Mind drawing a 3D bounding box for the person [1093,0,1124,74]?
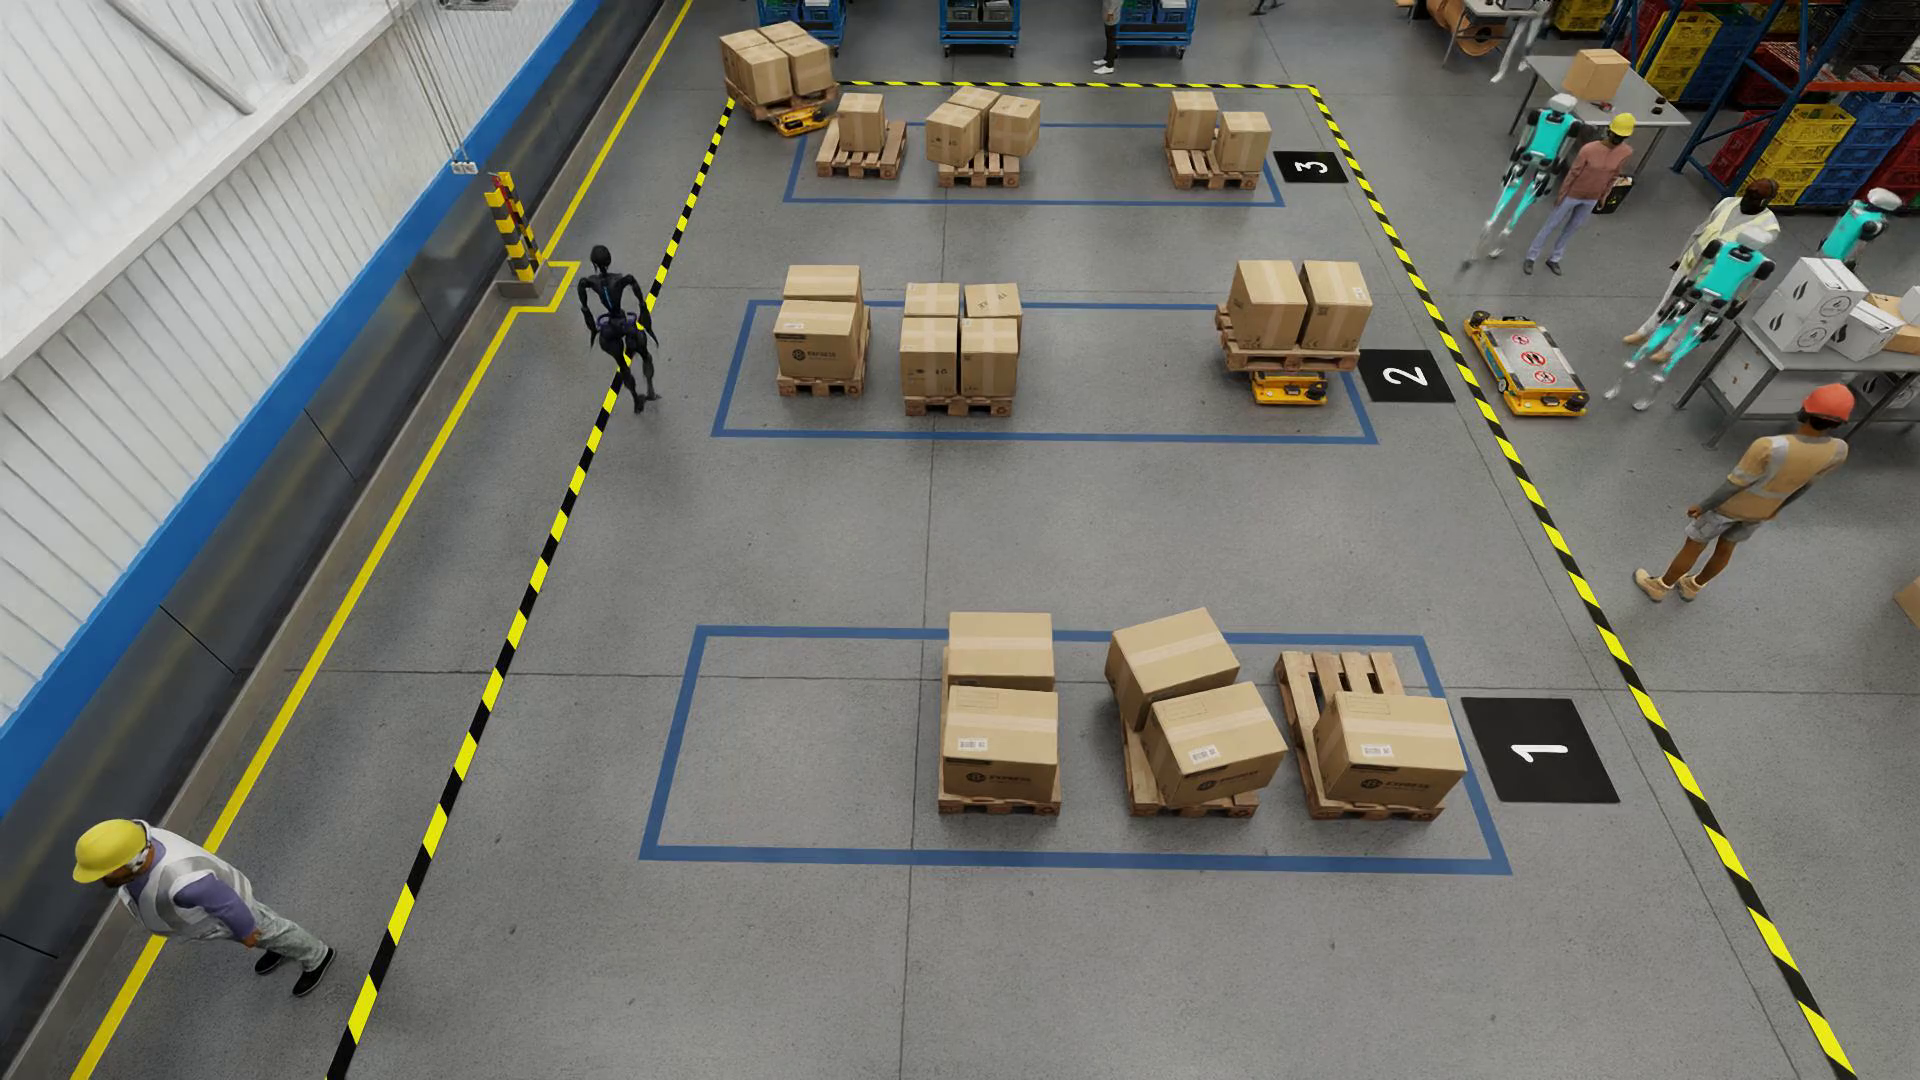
[{"bbox_3d":[2.149,-7.706,13.156,0.391,1.850,0.599,4,49,3],"label":"person"}]

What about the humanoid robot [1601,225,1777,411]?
[{"bbox_3d":[6.456,-1.872,8.177,0.766,1.770,0.554,-35,57,-26],"label":"humanoid robot"}]

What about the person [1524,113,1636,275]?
[{"bbox_3d":[6.576,-3.624,9.678,0.524,1.768,0.326,4,49,4],"label":"person"}]

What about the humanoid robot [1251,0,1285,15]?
[{"bbox_3d":[5.164,-9.359,14.718,0.720,1.628,0.604,-9,50,-8],"label":"humanoid robot"}]

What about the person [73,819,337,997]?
[{"bbox_3d":[-3.943,1.936,4.820,0.589,1.837,0.404,20,52,16],"label":"person"}]

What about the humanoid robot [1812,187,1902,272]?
[{"bbox_3d":[8.468,-2.429,8.678,0.928,1.780,0.544,10,50,8],"label":"humanoid robot"}]

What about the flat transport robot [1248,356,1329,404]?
[{"bbox_3d":[3.175,-1.889,9.150,0.652,0.197,1.431,1,49,1],"label":"flat transport robot"}]

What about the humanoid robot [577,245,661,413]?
[{"bbox_3d":[-3.048,-1.866,8.214,0.600,1.651,0.351,-7,50,-6],"label":"humanoid robot"}]

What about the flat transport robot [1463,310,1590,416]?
[{"bbox_3d":[5.573,-1.757,9.054,0.659,0.231,1.431,1,49,1],"label":"flat transport robot"}]

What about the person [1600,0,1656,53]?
[{"bbox_3d":[9.613,-7.548,13.090,0.487,1.743,0.294,36,58,27],"label":"person"}]

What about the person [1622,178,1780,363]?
[{"bbox_3d":[7.065,-2.544,8.695,0.429,1.843,0.626,-16,51,-13],"label":"person"}]

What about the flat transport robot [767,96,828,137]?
[{"bbox_3d":[-2.456,-6.060,12.760,0.652,0.197,1.431,-26,54,-21],"label":"flat transport robot"}]

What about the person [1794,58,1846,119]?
[{"bbox_3d":[10.858,-5.791,11.501,0.359,1.851,0.516,0,49,0],"label":"person"}]

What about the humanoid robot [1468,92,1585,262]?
[{"bbox_3d":[5.993,-3.795,9.804,0.732,1.741,0.538,-36,58,-27],"label":"humanoid robot"}]

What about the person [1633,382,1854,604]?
[{"bbox_3d":[5.635,-0.284,6.610,0.613,2.036,0.386,0,49,0],"label":"person"}]

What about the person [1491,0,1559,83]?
[{"bbox_3d":[8.158,-7.490,12.970,0.537,1.850,0.633,36,58,27],"label":"person"}]
